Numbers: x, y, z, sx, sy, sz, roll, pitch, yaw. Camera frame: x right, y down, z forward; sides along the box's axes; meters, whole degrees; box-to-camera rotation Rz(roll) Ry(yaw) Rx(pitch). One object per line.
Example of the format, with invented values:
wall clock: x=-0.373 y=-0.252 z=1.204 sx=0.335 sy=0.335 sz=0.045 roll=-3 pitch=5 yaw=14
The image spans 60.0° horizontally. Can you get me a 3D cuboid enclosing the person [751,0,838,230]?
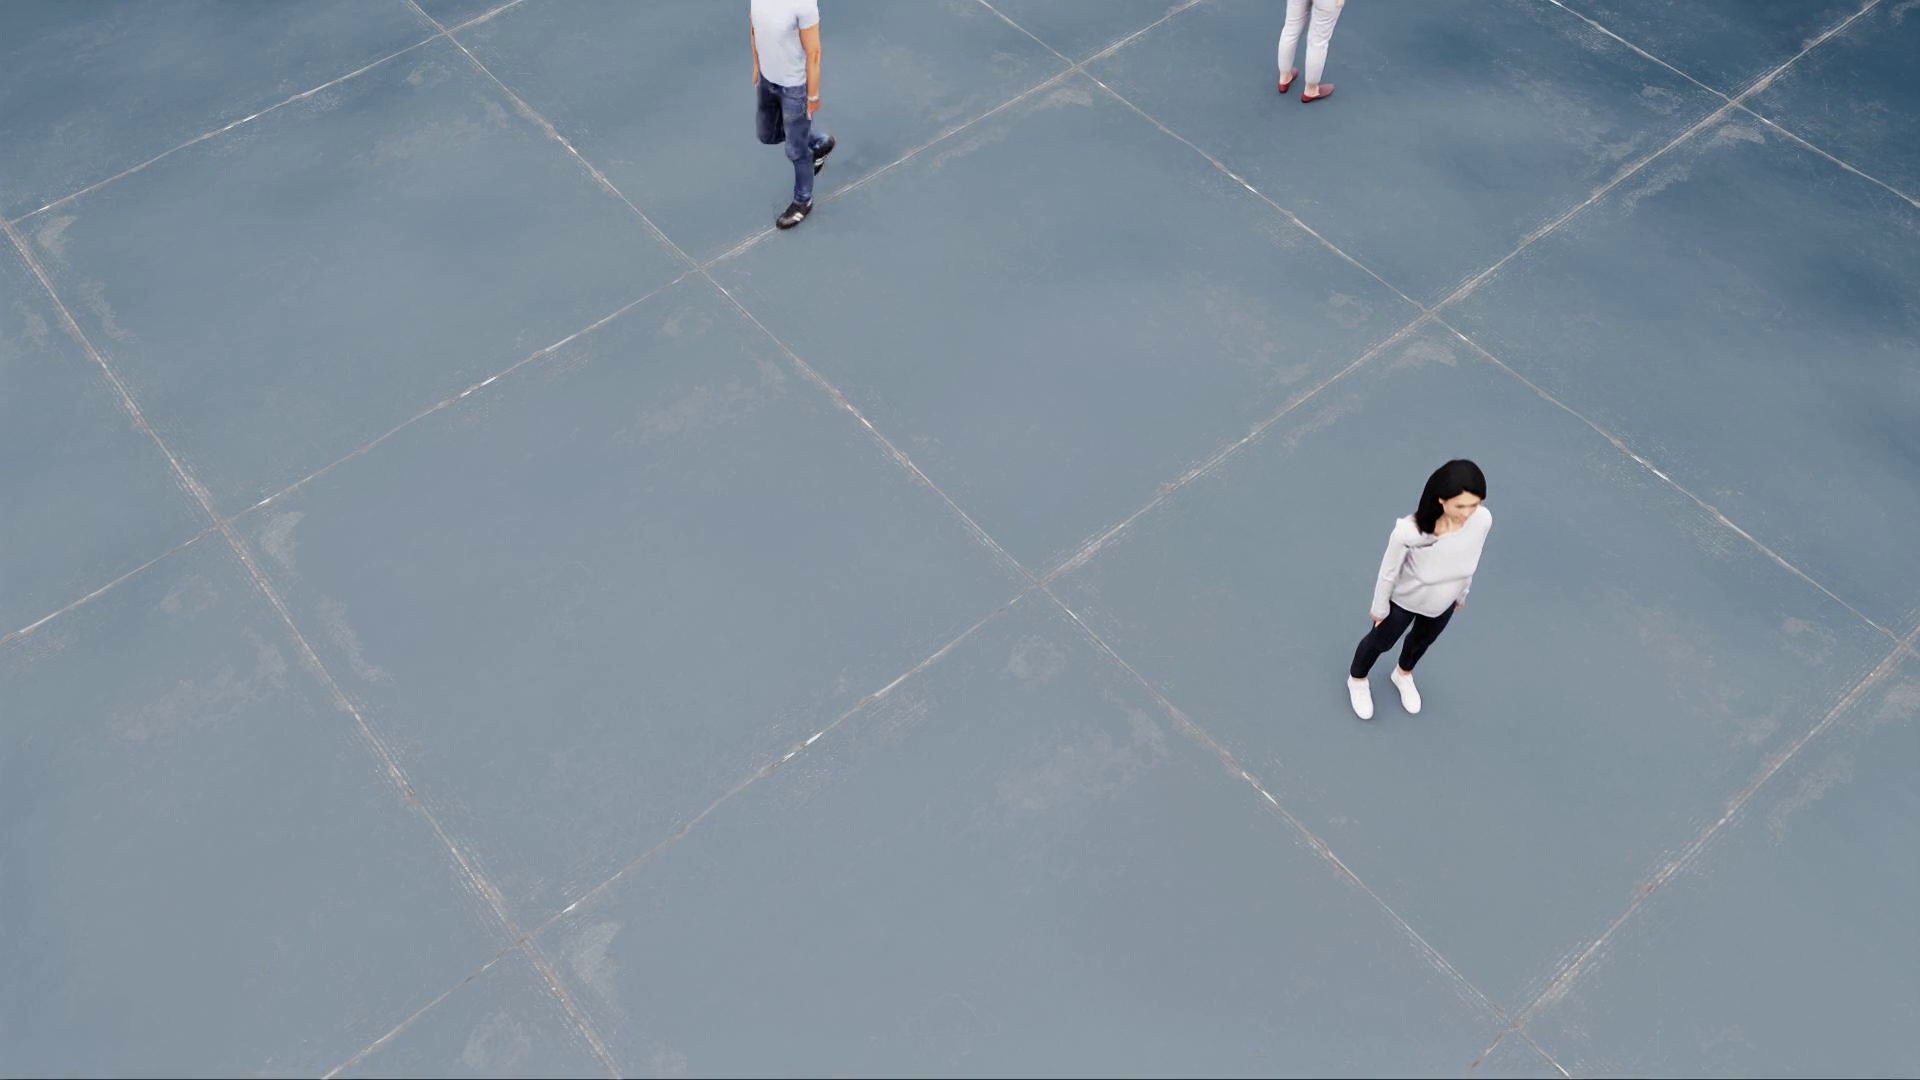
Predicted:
person: x=-0.923 y=-2.641 z=9.414 sx=0.740 sy=1.856 sz=0.903 roll=33 pitch=59 yaw=23

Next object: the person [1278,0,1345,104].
person: x=2.189 y=-3.412 z=10.167 sx=0.617 sy=1.608 sz=0.556 roll=38 pitch=61 yaw=26

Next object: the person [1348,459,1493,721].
person: x=2.021 y=0.215 z=7.300 sx=0.616 sy=1.700 sz=0.740 roll=-12 pitch=53 yaw=-9
